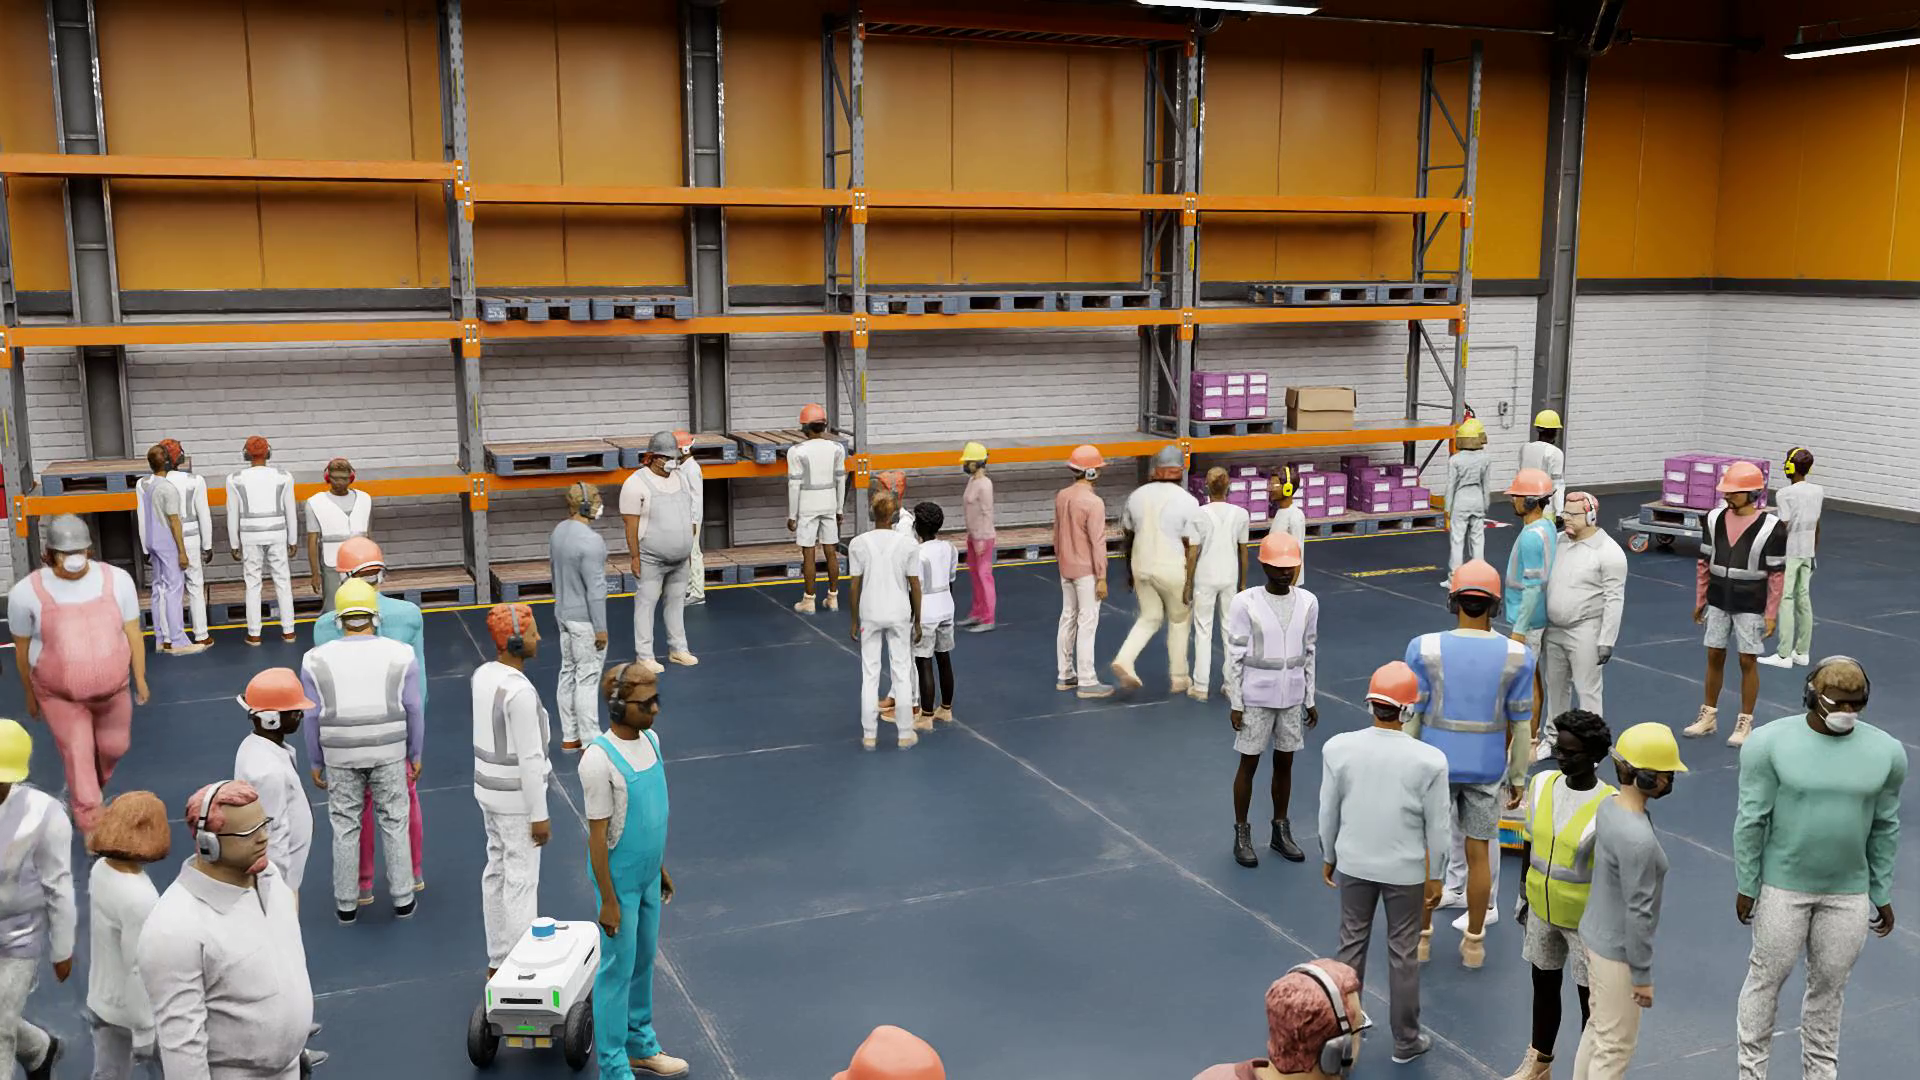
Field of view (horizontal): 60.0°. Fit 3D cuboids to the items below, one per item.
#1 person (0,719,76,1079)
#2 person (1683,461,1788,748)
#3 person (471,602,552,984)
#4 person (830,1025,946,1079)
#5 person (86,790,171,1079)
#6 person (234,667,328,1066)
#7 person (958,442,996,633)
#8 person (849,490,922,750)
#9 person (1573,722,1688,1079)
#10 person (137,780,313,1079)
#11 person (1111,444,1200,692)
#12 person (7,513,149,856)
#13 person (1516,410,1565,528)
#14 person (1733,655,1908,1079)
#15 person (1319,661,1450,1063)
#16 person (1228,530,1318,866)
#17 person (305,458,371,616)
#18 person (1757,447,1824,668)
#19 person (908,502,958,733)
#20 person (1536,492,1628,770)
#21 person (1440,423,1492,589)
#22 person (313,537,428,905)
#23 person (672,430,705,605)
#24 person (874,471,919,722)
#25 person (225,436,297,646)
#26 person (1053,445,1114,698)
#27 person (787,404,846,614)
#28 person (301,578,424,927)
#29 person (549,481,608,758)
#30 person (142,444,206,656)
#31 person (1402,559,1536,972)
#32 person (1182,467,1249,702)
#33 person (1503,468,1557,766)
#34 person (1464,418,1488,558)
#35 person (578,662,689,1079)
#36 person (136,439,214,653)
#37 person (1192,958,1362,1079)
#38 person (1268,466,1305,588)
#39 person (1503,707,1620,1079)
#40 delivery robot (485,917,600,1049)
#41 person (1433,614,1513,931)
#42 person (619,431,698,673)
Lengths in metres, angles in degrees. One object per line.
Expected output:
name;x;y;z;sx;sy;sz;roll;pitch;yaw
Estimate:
person;-3.709;1.521;6.430;0.605;1.776;0.854;0;10;0
person;5.500;0.454;11.803;0.395;2.039;0.608;-7;12;-37
person;-2.090;1.223;7.826;0.362;1.883;0.575;-7;12;-36
person;-0.143;1.968;3.887;0.574;1.754;0.320;-8;13;-38
person;-2.901;1.675;6.051;0.500;1.595;0.783;9;13;41
person;-2.928;1.403;7.189;0.351;1.743;0.567;-5;11;-26
person;0.153;-0.024;15.344;0.326;1.767;0.532;-3;10;-17
person;-0.524;0.568;11.705;0.517;1.843;0.325;1;10;3
person;2.533;1.549;6.319;0.341;1.760;0.531;2;10;10
person;-2.212;1.671;5.175;0.407;1.909;0.639;1;10;5
person;1.566;0.227;13.106;0.693;2.000;0.773;8;13;40
person;-5.222;0.789;9.866;0.684;2.000;0.829;-9;13;-41
person;5.847;-0.345;16.728;0.362;1.928;0.587;-5;11;-26
person;3.421;1.398;6.663;0.627;1.938;0.372;1;10;6
person;1.847;1.387;7.245;0.564;1.751;0.342;6;11;30
person;1.800;0.900;9.524;0.543;1.939;0.360;-3;10;-14
person;-5.061;0.237;13.630;0.390;1.835;0.572;8;13;38
person;7.022;0.150;14.042;0.515;1.872;0.333;-4;11;-22
person;-0.226;0.562;12.167;0.319;1.696;0.532;7;12;36
person;4.135;0.619;11.230;0.409;1.907;0.651;-5;11;-28
person;5.270;-0.352;17.317;0.491;1.737;0.313;-2;10;-11
person;-3.183;0.968;9.000;0.615;1.987;0.407;-9;13;-42
person;-2.742;-0.228;16.564;0.346;1.744;0.572;-4;11;-23
person;-0.477;0.416;12.470;0.342;1.882;0.579;-3;10;-15
person;-6.225;0.006;14.872;0.573;1.876;0.355;-5;11;-26
person;0.978;0.240;13.153;0.381;1.995;0.624;-6;11;-29
person;-1.406;-0.298;16.133;0.608;2.042;0.377;-6;12;-32
person;-3.105;1.105;8.687;0.590;1.823;0.404;-3;10;-18
person;-2.610;0.556;11.506;0.376;1.940;0.629;-8;12;-37
person;-6.889;0.086;14.476;0.506;1.847;0.343;7;12;36
person;2.453;1.099;8.127;0.619;2.029;0.409;2;10;9
person;1.989;0.347;12.974;0.520;1.844;0.330;-2;10;-10
person;3.870;0.522;11.397;0.373;2.043;0.614;5;11;26
person;5.455;-0.427;17.742;0.314;1.739;0.485;4;11;22
person;-1.351;1.407;6.871;0.345;1.846;0.508;3;10;16
person;-6.855;0.053;14.568;0.582;1.881;0.351;-3;10;-19
person;0.795;1.894;3.886;0.399;1.909;0.642;-8;12;-37
person;2.487;0.355;12.858;0.329;1.873;0.515;-1;10;-4
person;2.469;1.506;6.727;0.318;1.697;0.535;-6;12;-31
delivery robot;-1.838;1.918;7.372;0.477;0.478;0.707;0;10;2
person;2.654;1.086;8.650;0.317;1.870;0.531;-4;11;-20
person;-2.472;0.084;13.929;0.535;2.000;0.680;9;13;41
